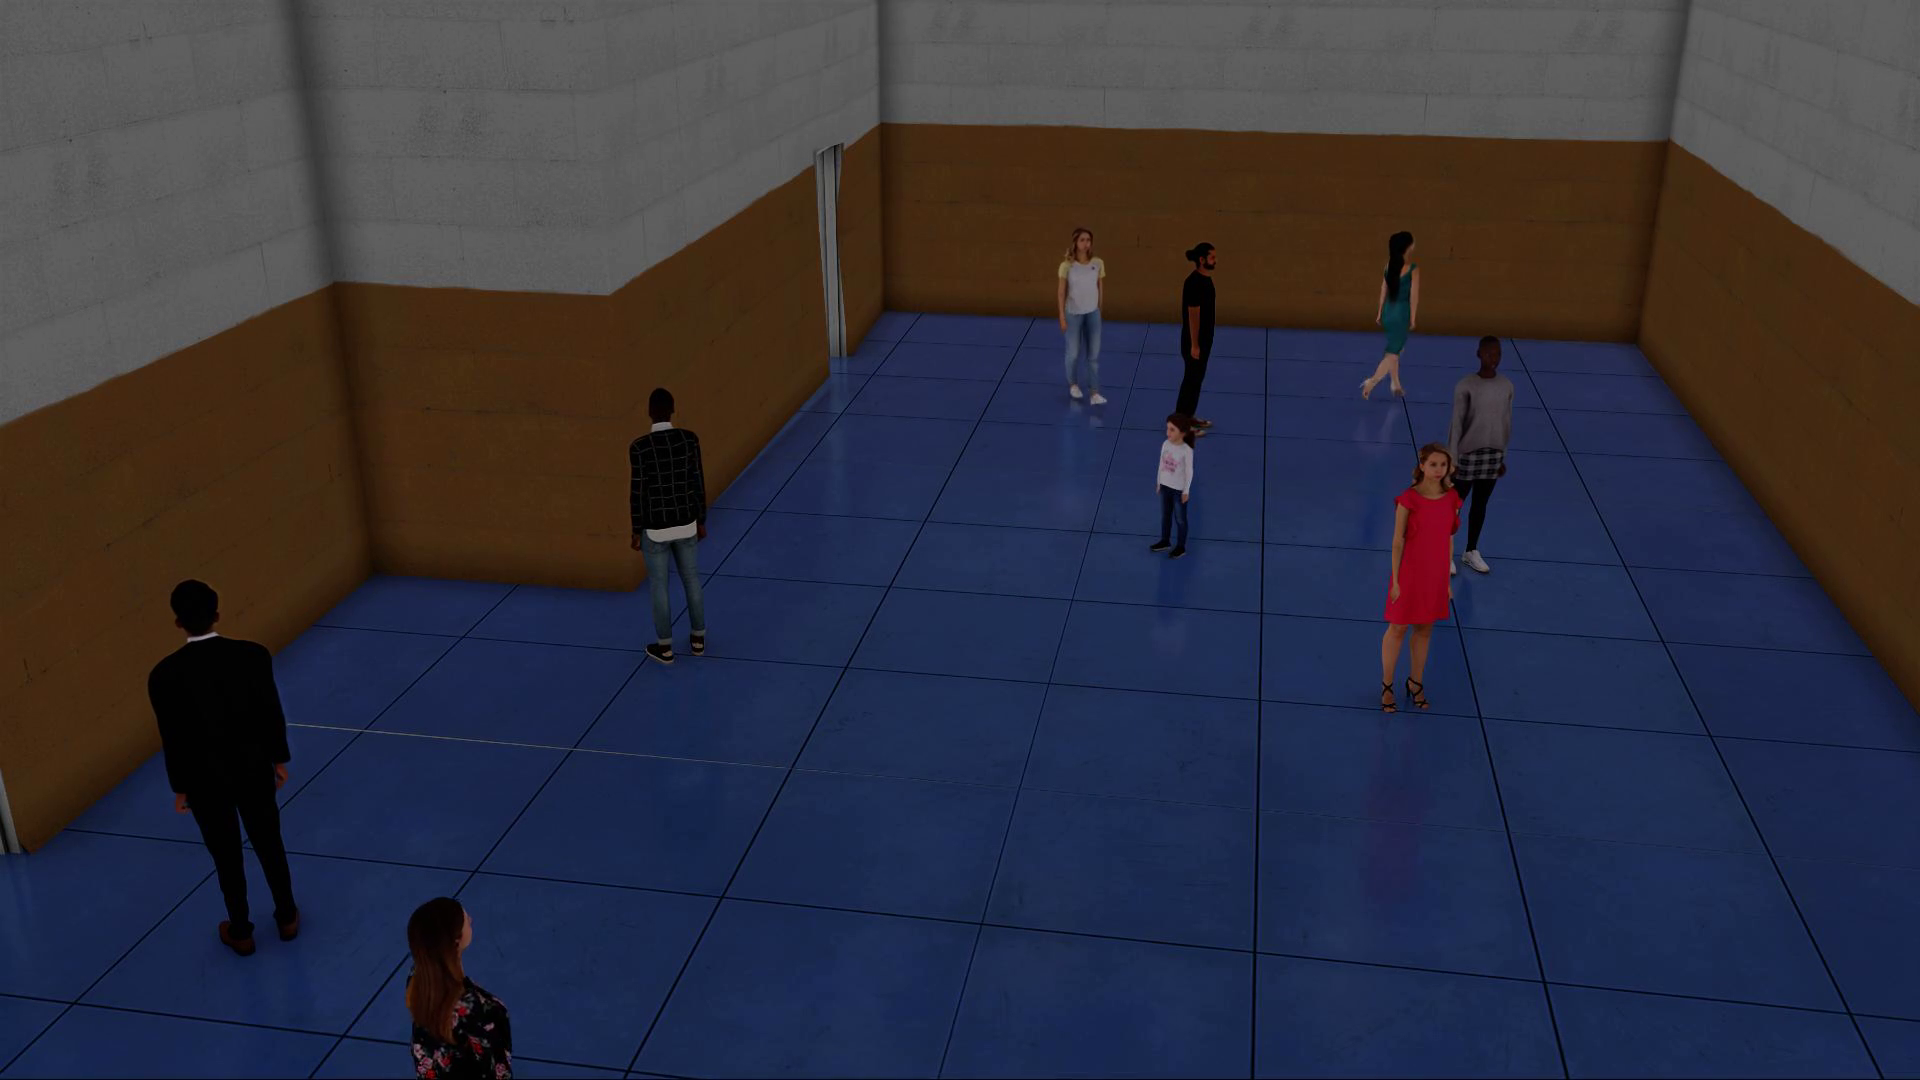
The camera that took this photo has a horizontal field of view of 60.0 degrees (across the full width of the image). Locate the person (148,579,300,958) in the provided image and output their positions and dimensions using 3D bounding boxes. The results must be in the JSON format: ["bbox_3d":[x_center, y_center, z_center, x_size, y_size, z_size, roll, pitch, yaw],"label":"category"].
[{"bbox_3d":[-3.402,1.064,7.730,0.754,1.883,0.811,-15,26,-33],"label":"person"}]

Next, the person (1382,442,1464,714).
[{"bbox_3d":[2.770,0.221,10.038,0.590,1.728,0.703,-4,22,-11],"label":"person"}]

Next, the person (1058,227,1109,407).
[{"bbox_3d":[1.125,-2.159,15.980,1.037,1.697,0.981,-7,23,-16],"label":"person"}]

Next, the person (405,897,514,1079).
[{"bbox_3d":[-1.764,1.993,5.698,0.684,1.674,0.758,18,28,37],"label":"person"}]

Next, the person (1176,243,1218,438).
[{"bbox_3d":[2.147,-1.825,15.093,0.569,1.754,0.648,7,23,17],"label":"person"}]

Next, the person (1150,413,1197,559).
[{"bbox_3d":[1.612,-0.422,12.466,0.593,1.110,0.525,-19,28,-38],"label":"person"}]

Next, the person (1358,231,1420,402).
[{"bbox_3d":[4.111,-2.076,15.842,1.007,1.661,1.014,-18,28,-38],"label":"person"}]

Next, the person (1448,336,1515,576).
[{"bbox_3d":[3.750,-0.621,12.075,0.583,1.772,0.738,-4,22,-10],"label":"person"}]

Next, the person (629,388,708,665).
[{"bbox_3d":[-1.870,-0.095,10.699,0.721,1.821,0.803,-12,25,-28],"label":"person"}]
